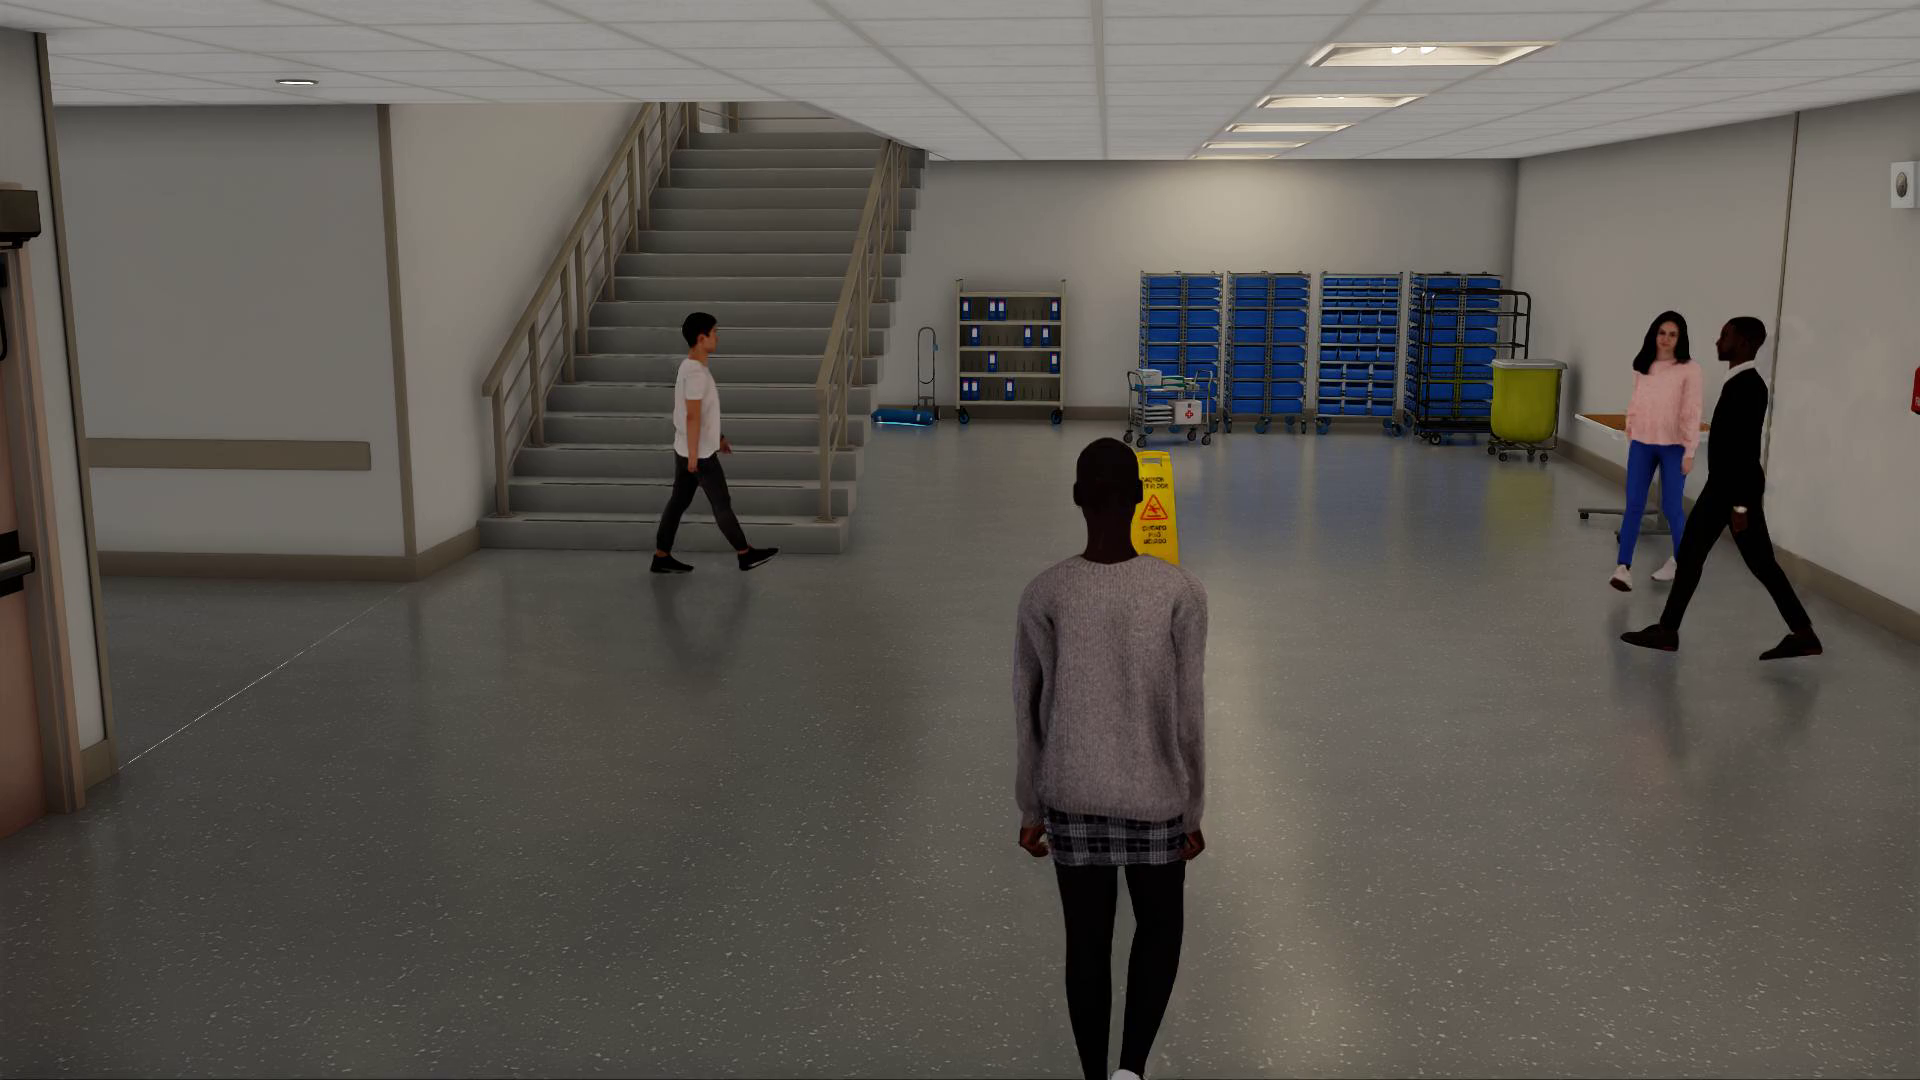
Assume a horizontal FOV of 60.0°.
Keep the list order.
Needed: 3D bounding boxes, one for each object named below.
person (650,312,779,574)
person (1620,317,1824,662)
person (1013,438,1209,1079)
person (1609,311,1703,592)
[{"bbox_3d":[-1.773,-0.587,10.683,0.956,1.684,1.084,-3,11,-18],"label":"person"},{"bbox_3d":[4.070,-0.213,8.503,1.086,1.763,1.230,7,13,31],"label":"person"},{"bbox_3d":[0.365,0.652,3.947,0.638,1.763,0.732,2,11,8],"label":"person"},{"bbox_3d":[4.362,-0.516,10.268,1.220,1.700,1.161,-8,13,-35],"label":"person"}]
